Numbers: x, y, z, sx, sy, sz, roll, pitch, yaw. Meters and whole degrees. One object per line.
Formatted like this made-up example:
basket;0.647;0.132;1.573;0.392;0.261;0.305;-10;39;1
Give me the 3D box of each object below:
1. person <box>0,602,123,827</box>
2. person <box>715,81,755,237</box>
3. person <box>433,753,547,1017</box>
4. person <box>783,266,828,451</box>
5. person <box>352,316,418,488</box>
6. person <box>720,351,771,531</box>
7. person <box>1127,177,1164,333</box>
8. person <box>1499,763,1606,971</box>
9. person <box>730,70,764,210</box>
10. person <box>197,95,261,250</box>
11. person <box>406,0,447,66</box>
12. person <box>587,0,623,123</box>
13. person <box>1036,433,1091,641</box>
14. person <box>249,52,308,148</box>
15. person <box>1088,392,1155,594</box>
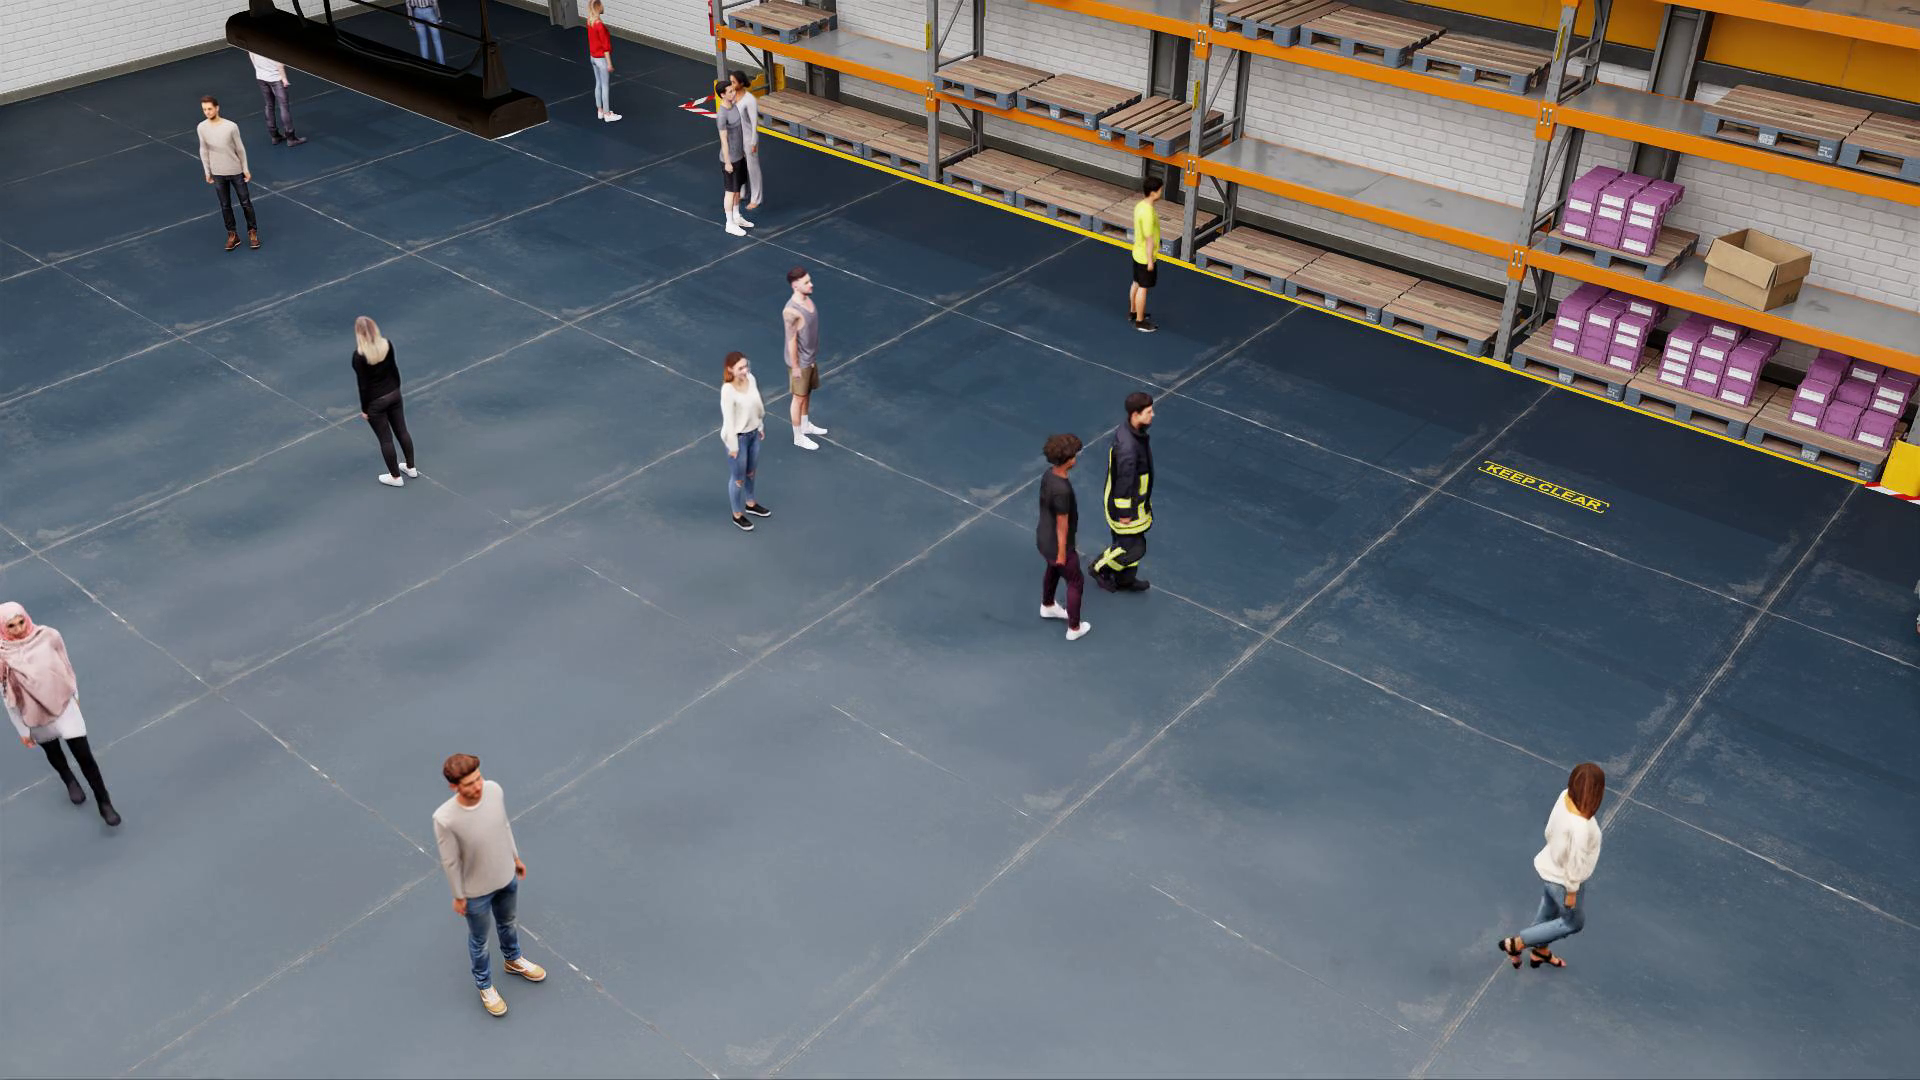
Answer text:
person;-6.372;1.156;11.547;0.745;1.770;1.030;-24;40;-31
person;-2.781;-4.669;20.218;0.708;1.871;0.735;8;34;12
person;-2.890;2.039;10.096;0.592;1.905;0.674;21;39;29
person;-1.512;-1.765;15.936;0.725;1.847;0.718;9;35;13
person;-5.305;-1.276;15.282;0.561;1.685;0.635;20;39;27
person;-1.932;-0.904;14.715;0.590;1.693;0.651;18;38;26
person;2.003;-3.113;18.026;0.746;1.708;0.673;-4;34;-7
person;3.651;2.054;10.283;0.849;1.673;0.792;4;34;6
person;-2.711;-5.061;20.931;0.460;1.736;0.695;24;40;31
person;-8.713;-4.385;19.797;0.740;1.866;0.777;-6;34;-8
person;-8.030;-7.807;25.009;0.705;1.795;0.743;-6;34;-8
person;-5.099;-6.810;23.590;0.715;1.705;0.511;-24;40;-31
person;0.748;-0.055;13.375;0.881;1.764;0.800;-2;34;-3
person;-9.425;-6.312;22.726;0.613;1.831;0.771;15;36;21
person;1.306;-0.374;13.715;0.962;1.918;0.948;8;34;12
